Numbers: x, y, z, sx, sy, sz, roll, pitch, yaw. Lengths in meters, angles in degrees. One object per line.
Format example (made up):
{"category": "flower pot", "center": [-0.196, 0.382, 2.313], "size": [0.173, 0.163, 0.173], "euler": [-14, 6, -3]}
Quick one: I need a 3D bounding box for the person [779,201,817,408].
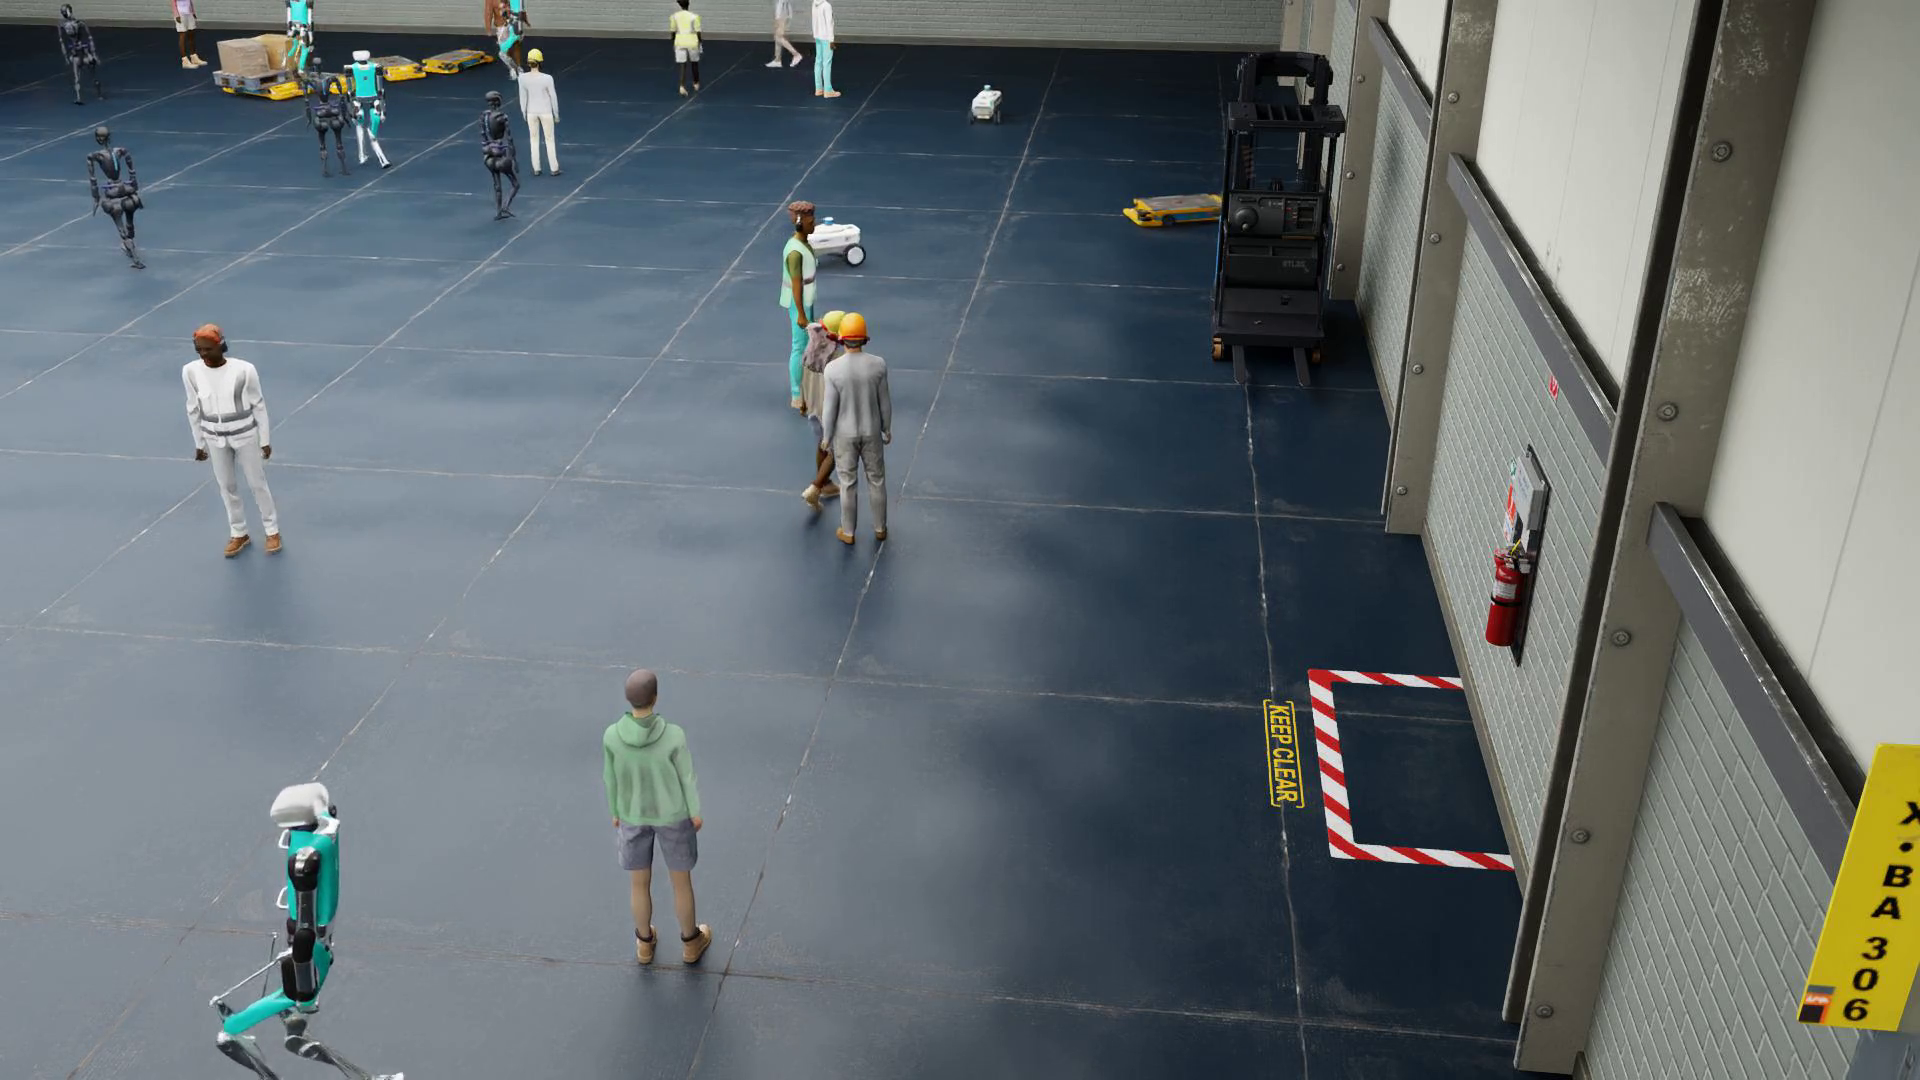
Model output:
{"category": "person", "center": [-1.497, -2.217, 15.659], "size": [0.386, 1.977, 0.489], "euler": [1, 27, 2]}

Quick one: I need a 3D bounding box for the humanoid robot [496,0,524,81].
{"category": "humanoid robot", "center": [-8.062, -9.080, 29.620], "size": [0.747, 1.779, 0.531], "euler": [-16, 31, -29]}

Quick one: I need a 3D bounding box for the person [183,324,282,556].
{"category": "person", "center": [-5.637, -0.775, 12.889], "size": [0.592, 1.883, 0.338], "euler": [-1, 27, -2]}

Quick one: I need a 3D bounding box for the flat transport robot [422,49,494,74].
{"category": "flat transport robot", "center": [-9.348, -8.880, 30.865], "size": [0.659, 0.231, 1.431], "euler": [9, 28, 17]}

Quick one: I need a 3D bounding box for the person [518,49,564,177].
{"category": "person", "center": [-5.927, -6.032, 23.511], "size": [0.532, 1.765, 0.329], "euler": [2, 27, 5]}

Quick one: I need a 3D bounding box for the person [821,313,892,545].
{"category": "person", "center": [-0.807, -0.863, 13.048], "size": [0.571, 1.897, 0.367], "euler": [-7, 28, -14]}

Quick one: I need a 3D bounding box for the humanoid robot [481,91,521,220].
{"category": "humanoid robot", "center": [-5.971, -4.966, 21.480], "size": [0.603, 1.652, 0.344], "euler": [18, 32, 32]}

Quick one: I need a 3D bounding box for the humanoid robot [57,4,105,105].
{"category": "humanoid robot", "center": [-14.720, -8.128, 27.857], "size": [0.615, 1.622, 0.809], "euler": [0, 27, 0]}

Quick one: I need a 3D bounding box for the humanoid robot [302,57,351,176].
{"category": "humanoid robot", "center": [-8.939, -5.978, 23.494], "size": [0.608, 1.650, 0.313], "euler": [-16, 31, -28]}

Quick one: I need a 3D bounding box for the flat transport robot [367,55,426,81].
{"category": "flat transport robot", "center": [-10.320, -8.598, 30.304], "size": [0.659, 0.231, 1.431], "euler": [-18, 32, -32]}

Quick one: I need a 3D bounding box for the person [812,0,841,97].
{"category": "person", "center": [-2.317, -8.539, 28.350], "size": [0.348, 1.912, 0.498], "euler": [-19, 33, -34]}

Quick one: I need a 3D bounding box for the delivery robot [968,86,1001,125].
{"category": "delivery robot", "center": [0.435, -7.019, 26.823], "size": [0.499, 0.587, 0.782], "euler": [6, 27, 12]}

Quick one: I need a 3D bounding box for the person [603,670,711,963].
{"category": "person", "center": [-1.577, 1.449, 8.600], "size": [0.472, 1.742, 0.336], "euler": [1, 27, 2]}

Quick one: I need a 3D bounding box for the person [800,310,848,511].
{"category": "person", "center": [-1.121, -1.049, 13.609], "size": [0.619, 1.726, 0.616], "euler": [22, 34, 36]}

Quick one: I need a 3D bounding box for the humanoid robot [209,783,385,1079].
{"category": "humanoid robot", "center": [-3.141, 1.952, 7.641], "size": [0.804, 1.802, 0.565], "euler": [-5, 27, -9]}

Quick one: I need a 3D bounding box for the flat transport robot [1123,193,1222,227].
{"category": "flat transport robot", "center": [2.921, -4.308, 21.739], "size": [1.431, 0.231, 0.659], "euler": [-6, 27, -13]}

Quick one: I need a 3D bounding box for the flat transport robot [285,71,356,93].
{"category": "flat transport robot", "center": [-11.276, -8.019, 29.147], "size": [1.431, 0.231, 0.659], "euler": [8, 28, 16]}

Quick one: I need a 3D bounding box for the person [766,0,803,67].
{"category": "person", "center": [-3.290, -9.642, 30.621], "size": [0.640, 1.847, 0.534], "euler": [3, 27, 6]}

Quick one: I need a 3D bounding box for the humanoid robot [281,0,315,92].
{"category": "humanoid robot", "center": [-11.398, -8.503, 28.497], "size": [0.533, 1.755, 0.867], "euler": [8, 28, 16]}

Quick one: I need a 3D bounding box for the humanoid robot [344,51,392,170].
{"category": "humanoid robot", "center": [-8.508, -6.159, 23.838], "size": [0.563, 1.744, 1.007], "euler": [-13, 30, -25]}

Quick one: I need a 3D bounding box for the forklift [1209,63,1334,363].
{"category": "forklift", "center": [3.241, -3.477, 17.183], "size": [1.129, 2.768, 1.873], "euler": [3, 27, 6]}

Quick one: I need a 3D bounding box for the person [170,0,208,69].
{"category": "person", "center": [-14.270, -9.741, 30.621], "size": [0.401, 2.035, 0.608], "euler": [4, 27, 9]}

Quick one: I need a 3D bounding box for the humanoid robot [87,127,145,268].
{"category": "humanoid robot", "center": [-10.044, -4.080, 19.757], "size": [0.766, 1.625, 0.603], "euler": [19, 32, 32]}

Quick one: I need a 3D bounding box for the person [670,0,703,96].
{"category": "person", "center": [-4.687, -8.490, 28.540], "size": [0.565, 1.647, 0.888], "euler": [-1, 27, -1]}

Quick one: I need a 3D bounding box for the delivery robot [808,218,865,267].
{"category": "delivery robot", "center": [-1.548, -3.562, 19.928], "size": [0.791, 0.592, 0.499], "euler": [-11, 29, -21]}

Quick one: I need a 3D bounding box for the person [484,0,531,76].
{"category": "person", "center": [-8.102, -9.218, 29.799], "size": [0.801, 1.822, 0.693], "euler": [-8, 28, -16]}

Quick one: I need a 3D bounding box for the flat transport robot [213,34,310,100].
{"category": "flat transport robot", "center": [-12.008, -7.836, 28.782], "size": [1.431, 0.231, 0.659], "euler": [15, 30, 27]}
